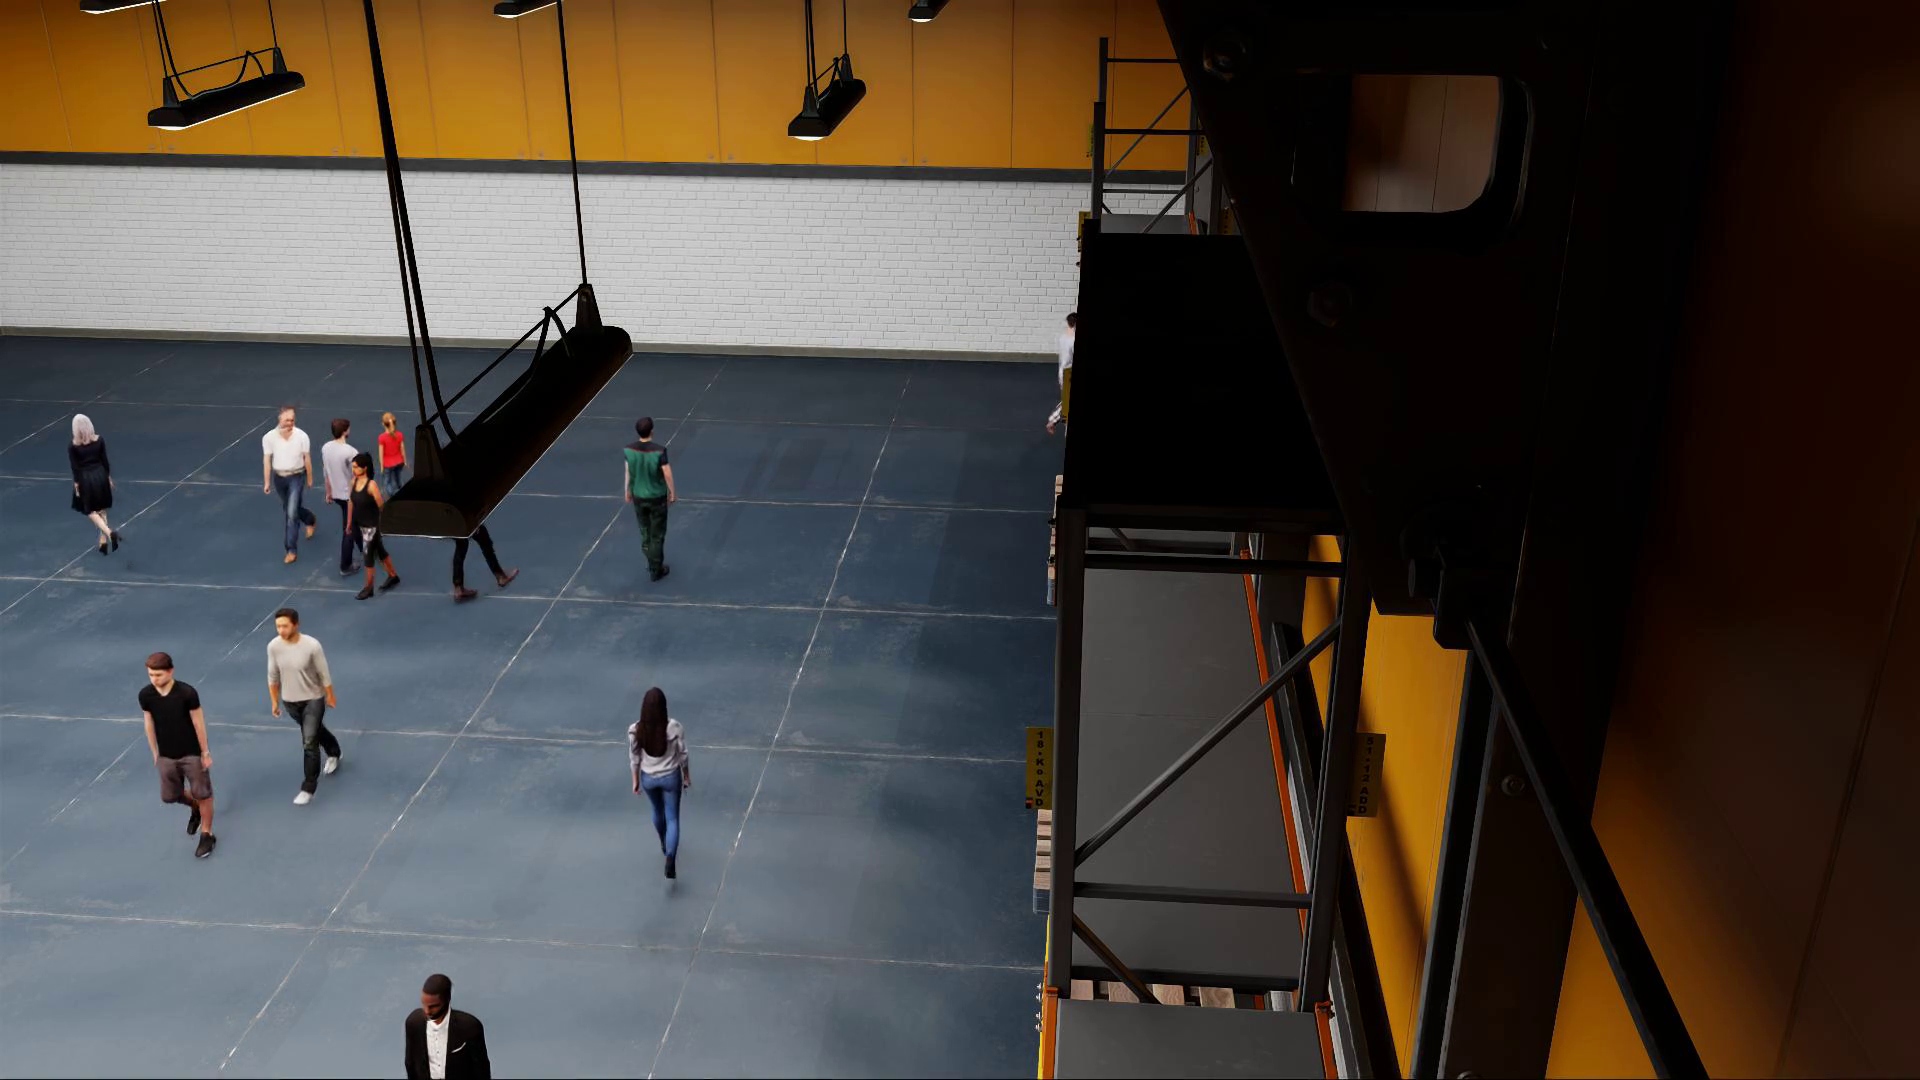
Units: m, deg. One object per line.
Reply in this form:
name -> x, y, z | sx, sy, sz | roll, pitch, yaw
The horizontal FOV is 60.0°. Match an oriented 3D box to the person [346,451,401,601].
person -> -6.457, -0.208, 18.427 | 0.843, 1.646, 0.969 | 18, 29, 35

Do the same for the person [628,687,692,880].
person -> -2.410, 1.991, 13.444 | 0.738, 1.607, 1.063 | -2, 24, -4

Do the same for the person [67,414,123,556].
person -> -9.980, -0.597, 19.212 | 0.932, 1.730, 0.914 | 18, 30, 36

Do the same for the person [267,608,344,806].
person -> -5.750, 1.366, 14.683 | 0.670, 1.759, 1.162 | 3, 24, 6

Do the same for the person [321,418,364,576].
person -> -7.000, -0.466, 18.800 | 0.901, 1.820, 1.059 | 13, 27, 27

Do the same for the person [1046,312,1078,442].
person -> 1.438, -2.209, 22.765 | 0.904, 1.837, 0.855 | -13, 27, -26

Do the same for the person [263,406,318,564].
person -> -7.776, -0.719, 19.402 | 0.752, 1.801, 1.248 | 1, 24, 3

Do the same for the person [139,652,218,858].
person -> -6.395, 1.704, 13.797 | 0.713, 1.850, 0.807 | 0, 24, -1

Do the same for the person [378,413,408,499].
person -> -6.953, -0.915, 20.480 | 0.605, 1.295, 0.663 | -18, 29, -35

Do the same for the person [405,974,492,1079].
person -> -3.073, 3.368, 10.051 | 0.655, 1.802, 0.548 | 3, 24, 6

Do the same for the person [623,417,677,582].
person -> -3.510, -0.450, 18.677 | 0.783, 1.889, 0.882 | 6, 24, 13
